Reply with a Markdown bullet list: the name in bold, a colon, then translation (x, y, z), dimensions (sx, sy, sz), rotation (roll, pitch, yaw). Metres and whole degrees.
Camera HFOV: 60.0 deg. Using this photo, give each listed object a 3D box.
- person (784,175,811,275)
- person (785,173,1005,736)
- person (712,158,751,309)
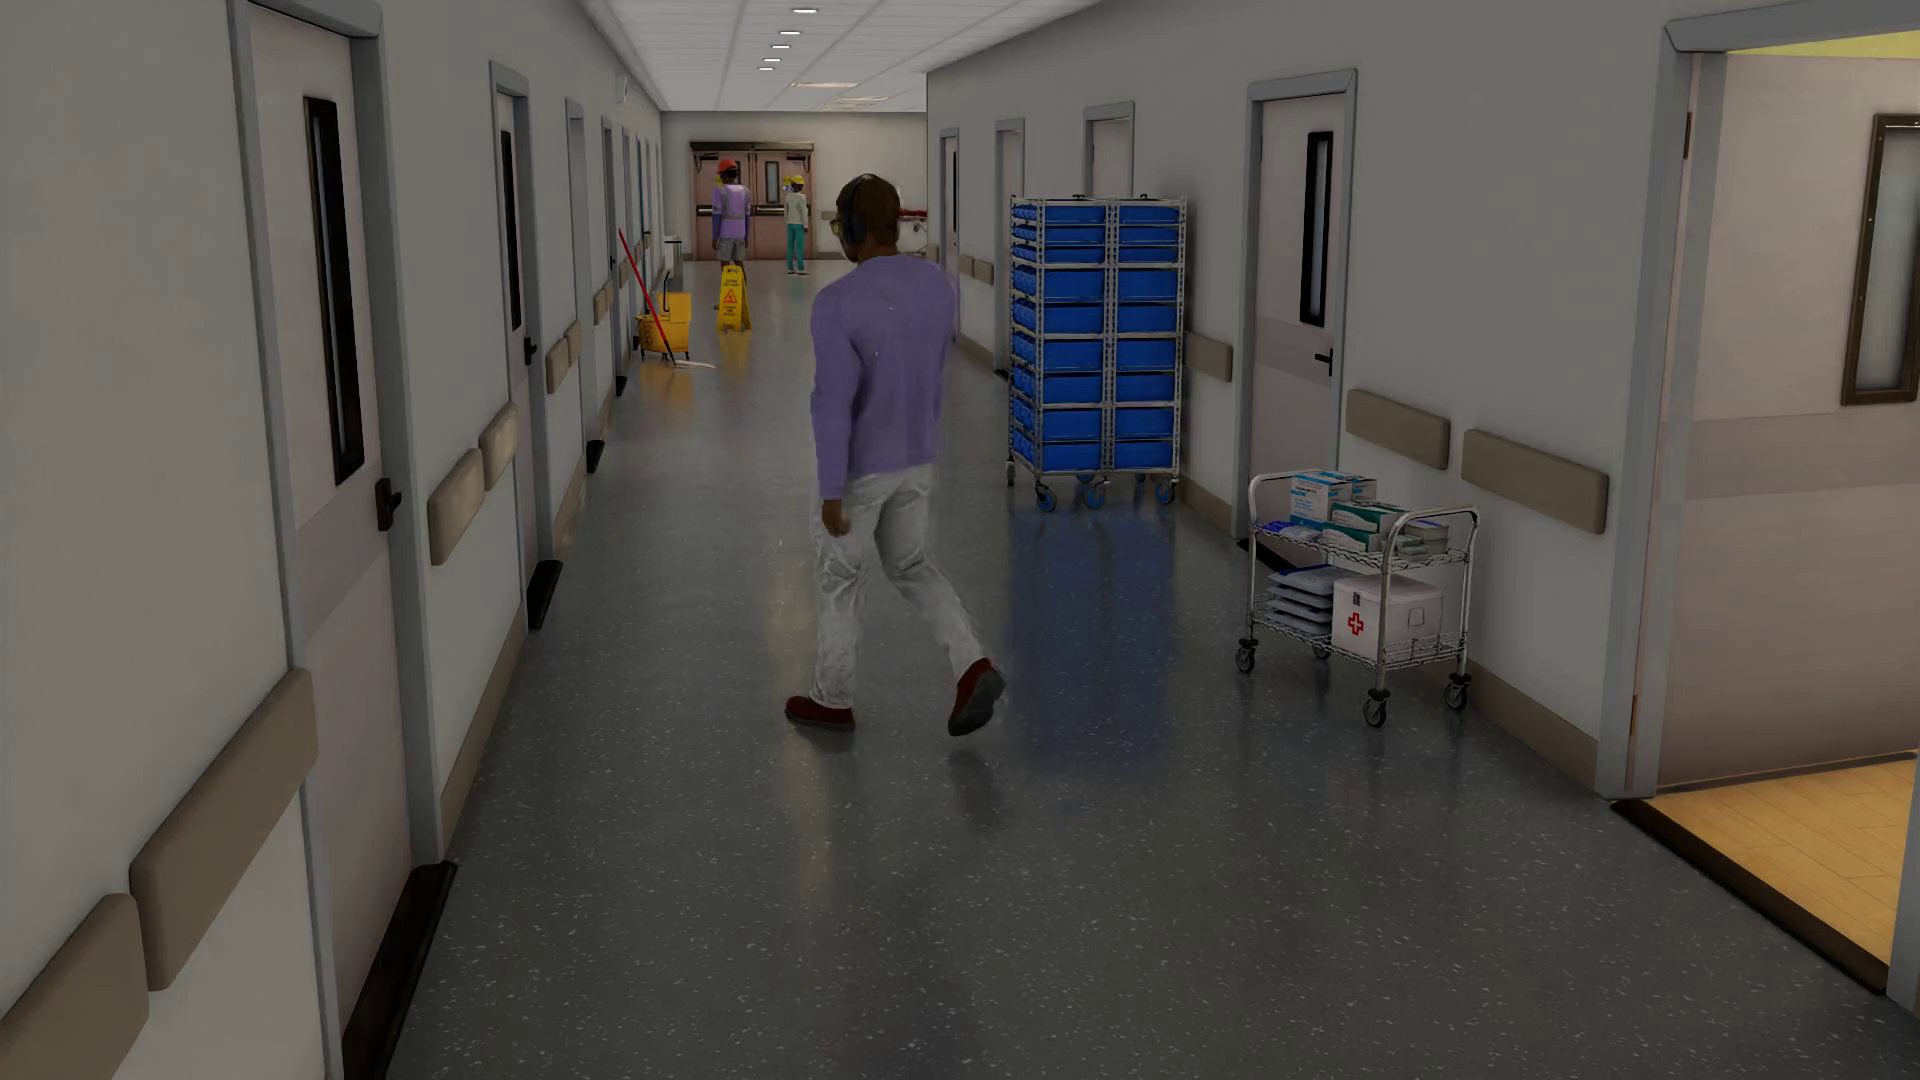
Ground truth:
- **person**: translation (-2.925, -5.657, 29.886), dimensions (0.527, 1.767, 0.331), rotation (11, 17, 40)
- **person**: translation (-0.242, -0.248, 5.535), dimensions (0.788, 1.911, 0.632), rotation (11, 17, 41)
- **person**: translation (-3.126, -4.148, 22.605), dimensions (0.609, 2.032, 0.410), rotation (-12, 18, -43)
